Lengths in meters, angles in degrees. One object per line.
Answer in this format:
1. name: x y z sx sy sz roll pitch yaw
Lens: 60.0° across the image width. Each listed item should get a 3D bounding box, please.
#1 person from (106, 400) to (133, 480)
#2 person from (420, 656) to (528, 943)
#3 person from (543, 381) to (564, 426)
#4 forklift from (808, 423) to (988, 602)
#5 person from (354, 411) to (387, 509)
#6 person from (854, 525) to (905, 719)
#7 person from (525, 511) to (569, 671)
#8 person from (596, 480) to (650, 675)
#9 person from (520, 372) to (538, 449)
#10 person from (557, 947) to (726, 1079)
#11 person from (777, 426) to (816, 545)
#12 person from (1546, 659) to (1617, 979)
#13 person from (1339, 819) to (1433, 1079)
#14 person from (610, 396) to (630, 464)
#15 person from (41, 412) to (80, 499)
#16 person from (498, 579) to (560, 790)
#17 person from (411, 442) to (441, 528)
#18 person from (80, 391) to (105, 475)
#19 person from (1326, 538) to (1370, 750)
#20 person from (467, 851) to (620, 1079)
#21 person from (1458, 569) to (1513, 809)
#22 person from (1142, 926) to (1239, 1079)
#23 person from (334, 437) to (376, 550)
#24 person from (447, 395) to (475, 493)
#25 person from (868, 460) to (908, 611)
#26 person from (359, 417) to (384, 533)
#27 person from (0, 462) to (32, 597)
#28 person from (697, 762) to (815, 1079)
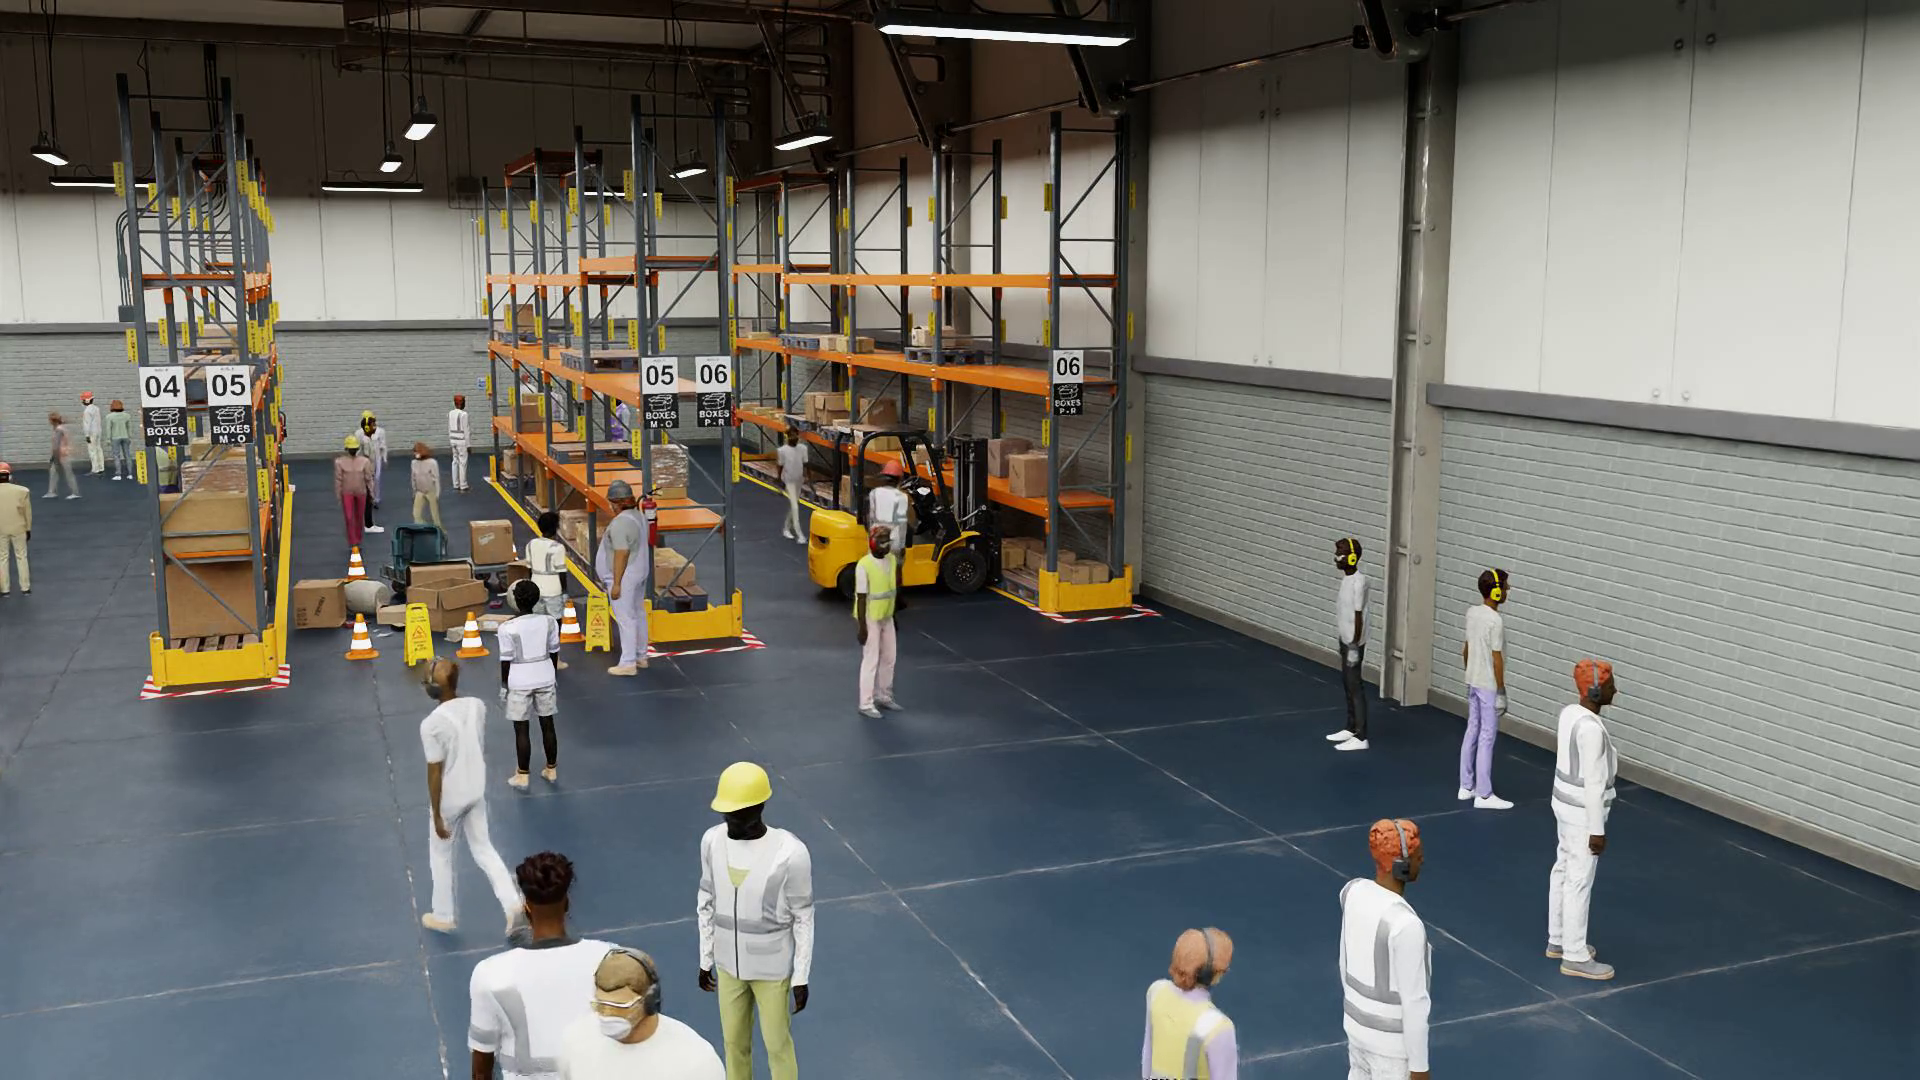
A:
1. person: -17.034 -2.028 33.716 0.284 1.626 0.506 7 11 37
2. person: -3.046 1.607 10.262 0.844 1.815 0.523 6 11 34
3. person: -9.113 -2.653 37.018 0.586 1.827 0.403 -3 9 -17
4. forklift: -0.830 -0.399 21.676 2.313 2.155 1.214 -4 10 -21
5. person: -10.459 -1.406 29.435 0.552 1.724 0.844 -1 9 -5
6. person: -0.791 0.757 15.552 0.398 1.829 0.577 6 11 31
7. person: -4.306 0.540 17.380 0.545 1.687 0.320 7 11 36
8. person: -3.512 0.376 17.279 0.535 2.000 0.688 2 9 11
9. person: -9.977 -2.917 38.430 0.651 1.907 0.409 3 10 19
10. person: -1.080 2.282 5.639 0.632 1.931 0.366 4 10 22
11. person: -2.582 -0.880 25.872 0.532 1.831 0.958 -6 11 -33
12. person: 3.697 1.634 9.858 0.353 1.883 0.573 1 9 4
13. person: 1.798 2.088 7.003 0.355 1.882 0.575 -3 9 -17
14. person: -6.831 -2.054 33.233 0.430 1.837 0.626 -8 12 -41
15. person: -16.682 -1.540 30.680 0.733 1.607 0.531 -6 11 -33
16. person: -3.472 1.160 13.424 0.535 1.697 0.318 -8 12 -41
17. person: -8.139 -0.679 25.235 0.537 1.608 0.599 2 9 15
18. person: -18.046 -2.215 34.533 0.349 1.743 0.567 -1 9 -5
19. person: 3.411 0.903 14.548 0.322 1.861 0.511 0 9 -1
20. person: -1.579 2.153 6.449 0.619 1.925 0.798 -5 10 -26
21. person: 4.107 1.148 12.951 0.327 1.874 0.518 -2 9 -12
22. person: 0.886 2.295 6.486 0.340 1.634 0.527 -5 10 -30
23. person: -9.006 -0.667 24.805 0.543 1.726 0.868 -5 10 -29
24. person: -9.515 -1.828 31.671 0.575 1.880 0.358 7 12 38
25. person: -0.905 -0.020 20.212 0.552 1.908 0.871 4 10 25
26. person: -9.492 -1.049 26.791 0.314 1.869 0.537 -3 10 -19
27. person: -12.296 -0.139 21.492 0.550 1.735 0.381 -5 10 -29
28. person: -0.966 1.955 7.704 0.595 1.923 0.373 4 10 25
